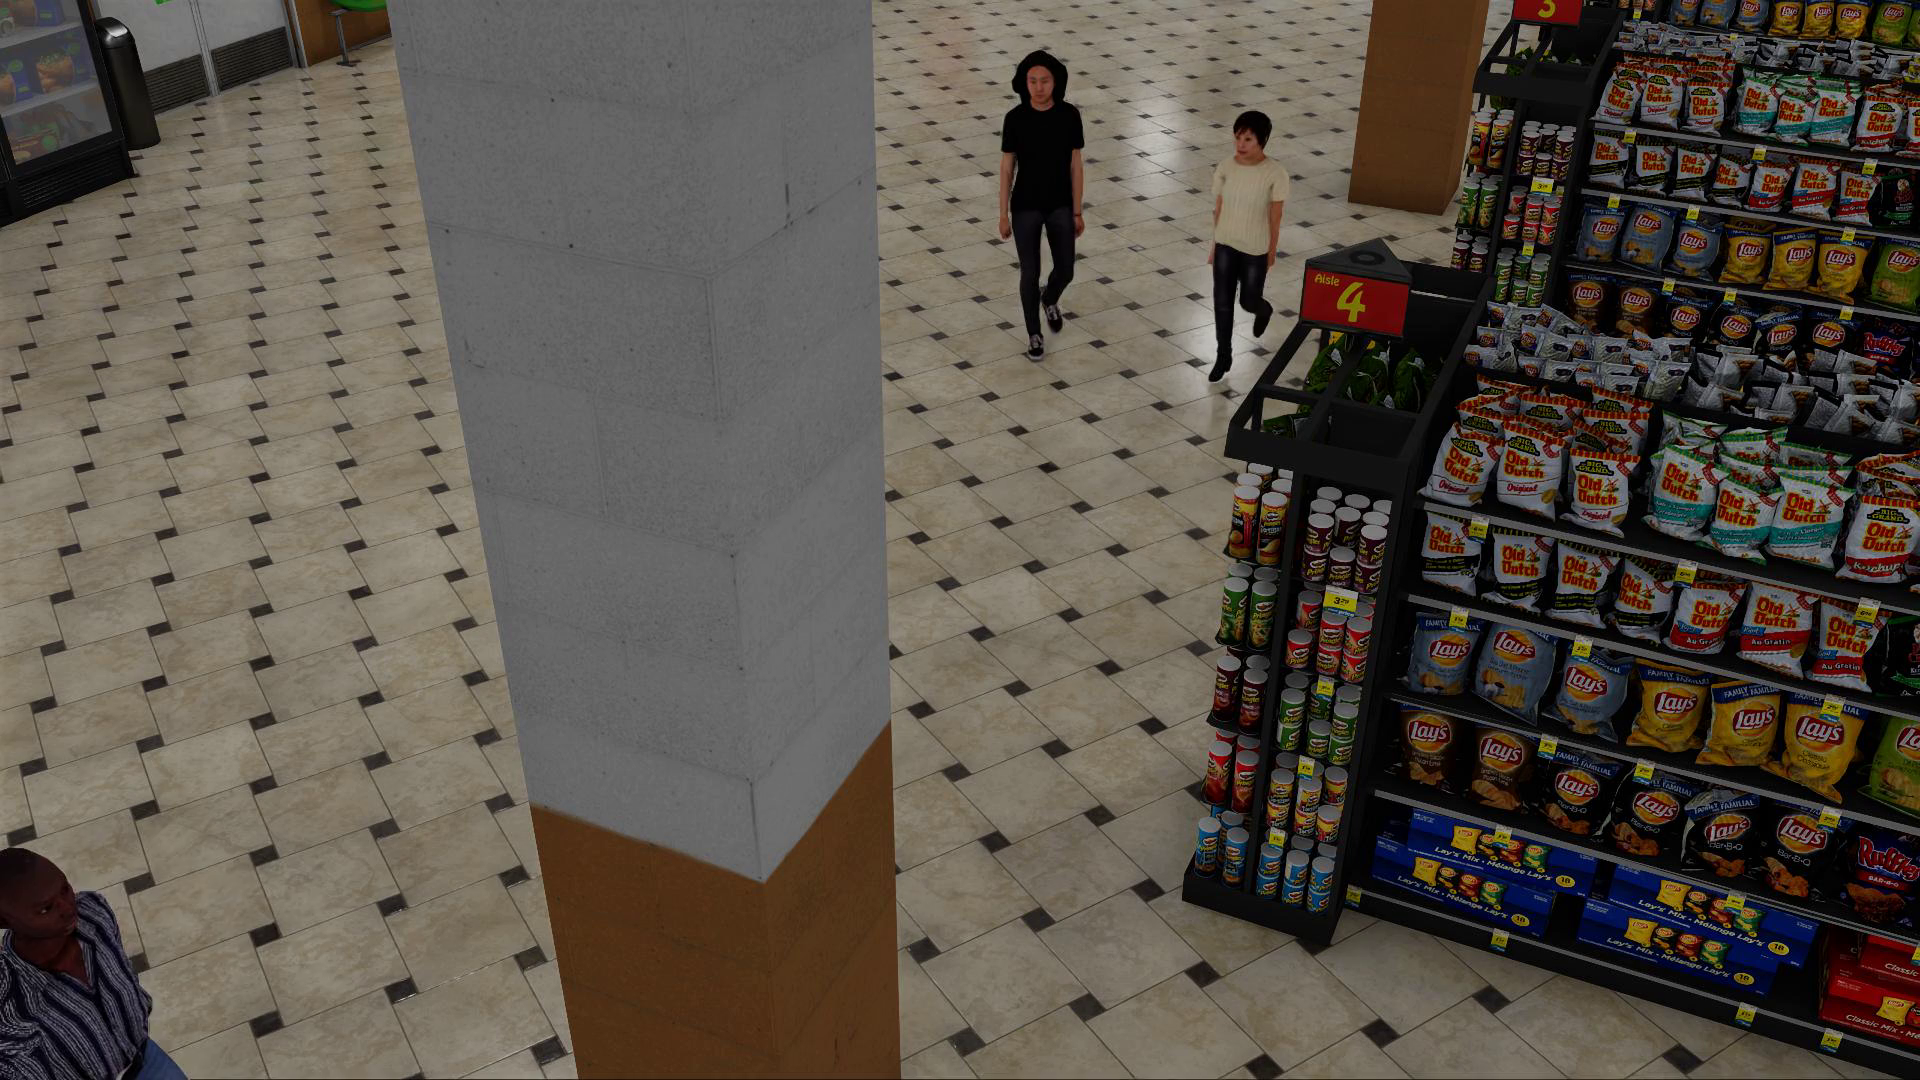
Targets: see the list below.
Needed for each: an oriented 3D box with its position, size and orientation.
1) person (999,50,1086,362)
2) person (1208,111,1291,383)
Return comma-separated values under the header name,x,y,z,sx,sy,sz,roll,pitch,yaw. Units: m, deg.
name,x,y,z,sx,sy,sz,roll,pitch,yaw
person,0.488,-1.994,9.773,0.808,1.823,0.869,-1,32,-1
person,1.651,-1.684,9.517,0.794,1.568,0.701,18,36,26
